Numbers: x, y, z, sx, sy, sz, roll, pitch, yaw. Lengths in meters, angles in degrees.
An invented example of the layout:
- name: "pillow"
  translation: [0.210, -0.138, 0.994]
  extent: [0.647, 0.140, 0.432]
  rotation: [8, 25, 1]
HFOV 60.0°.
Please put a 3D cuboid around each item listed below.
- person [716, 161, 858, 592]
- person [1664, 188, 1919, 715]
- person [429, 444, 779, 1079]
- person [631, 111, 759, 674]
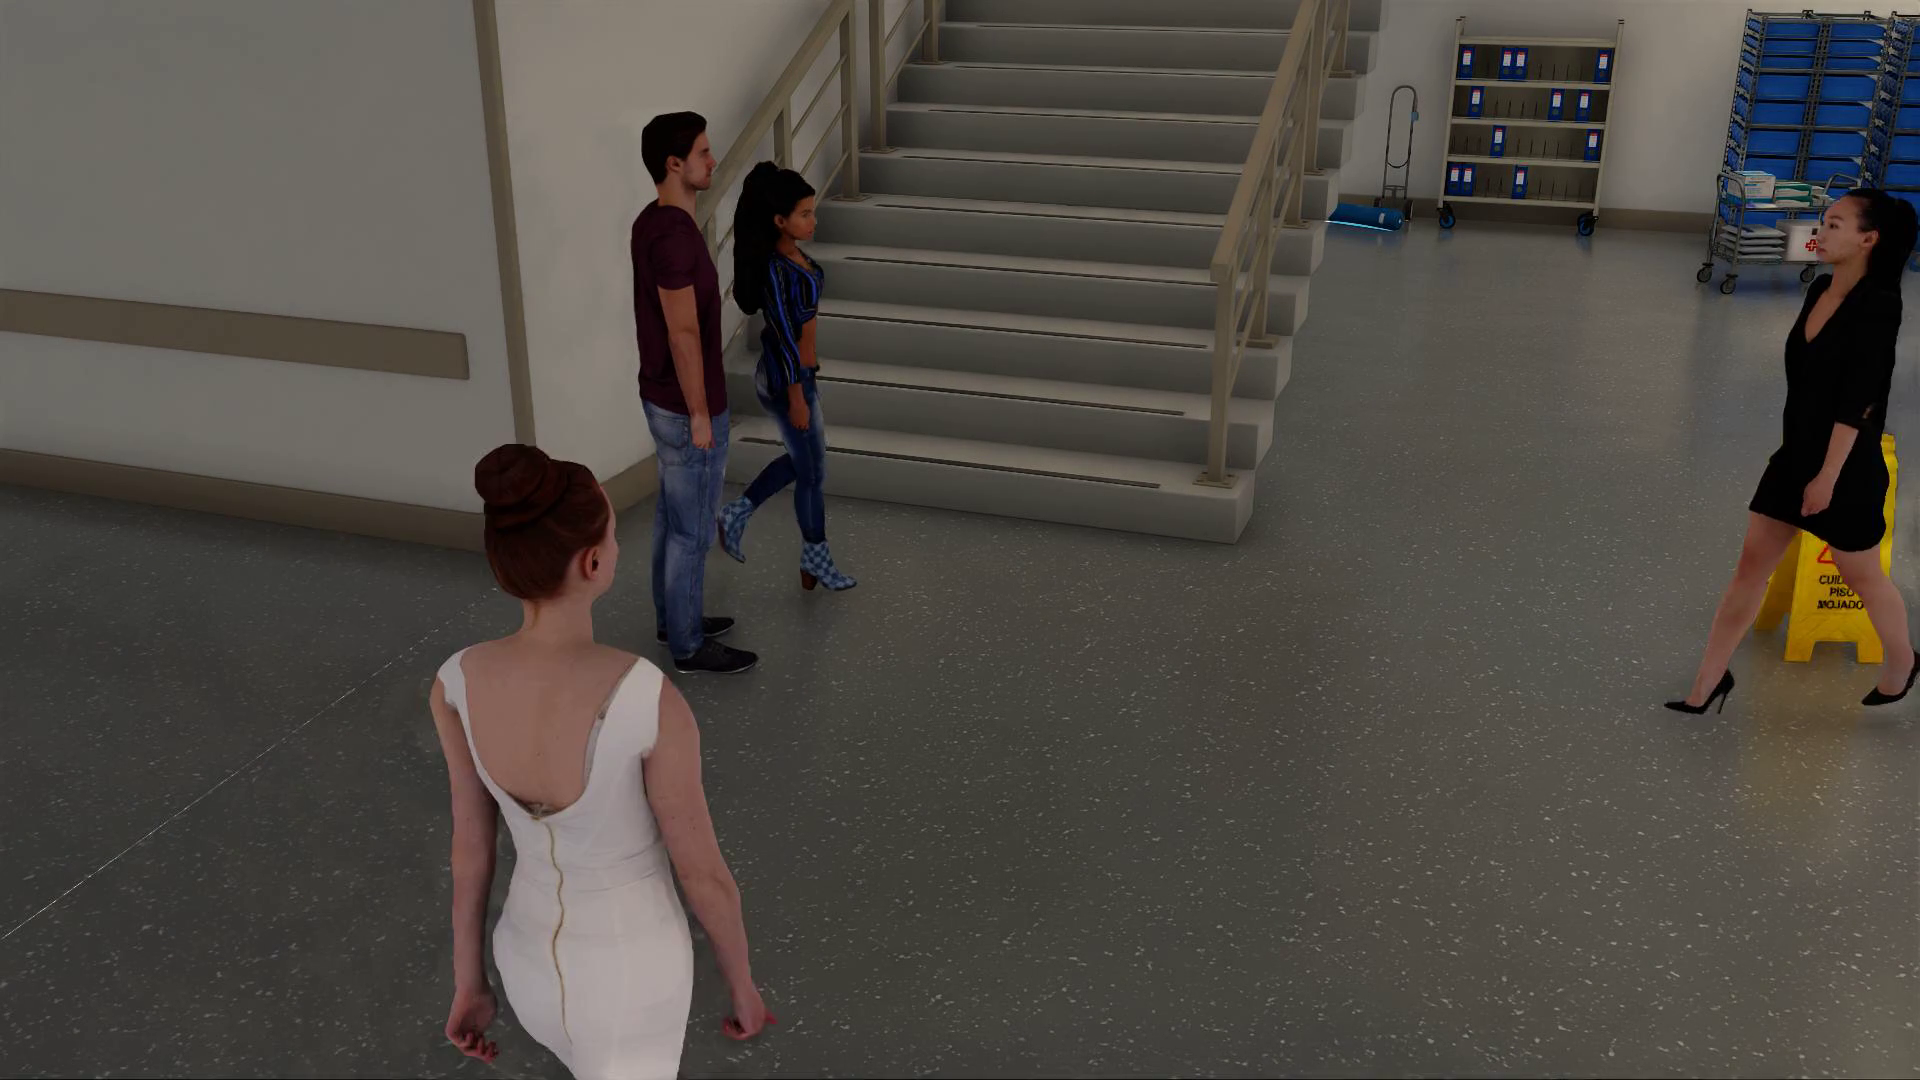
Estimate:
- name: "person"
  translation: [-0.686, -0.551, 6.050]
  extent: [0.840, 1.612, 0.852]
  rotation: [0, 21, -1]
- name: "person"
  translation: [2.711, -0.188, 5.026]
  extent: [0.953, 1.657, 1.060]
  rotation: [-2, 21, -5]
- name: "person"
  translation: [-0.588, 0.764, 2.403]
  extent: [0.642, 1.735, 1.116]
  rotation: [9, 23, 23]
- name: "person"
  translation: [-0.921, -0.480, 5.527]
  extent: [0.791, 1.851, 0.702]
  rotation: [-7, 22, -18]
